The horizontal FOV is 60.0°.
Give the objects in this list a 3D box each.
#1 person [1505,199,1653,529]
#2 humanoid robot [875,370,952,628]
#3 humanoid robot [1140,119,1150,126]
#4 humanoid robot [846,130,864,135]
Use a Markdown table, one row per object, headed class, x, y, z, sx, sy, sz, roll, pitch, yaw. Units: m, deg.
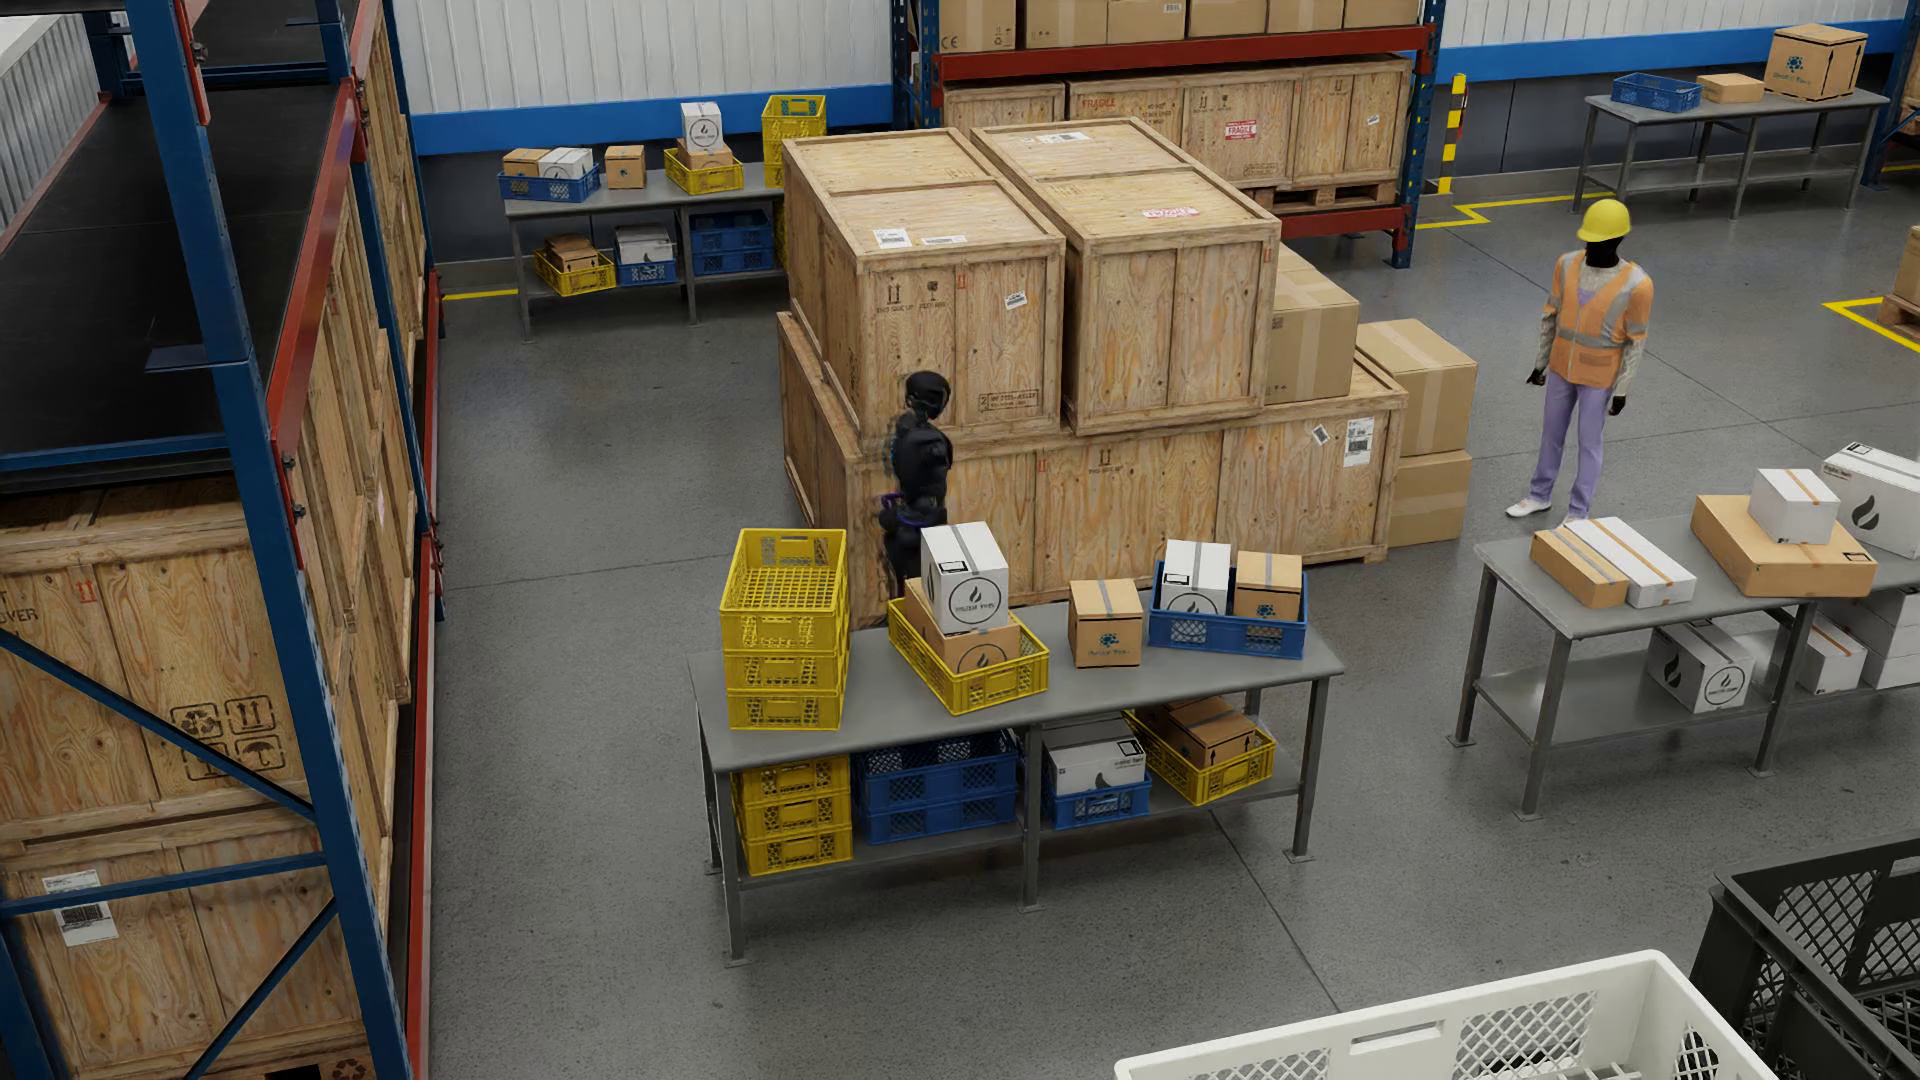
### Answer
| class | x | y | z | sx | sy | sz | roll | pitch | yaw |
| --- | --- | --- | --- | --- | --- | --- | --- | --- | --- |
| person | 3.389 | -0.928 | 9.085 | 0.383 | 1.922 | 0.592 | -20 | 35 | -32 |
| humanoid robot | -0.258 | -0.007 | 7.688 | 0.619 | 1.623 | 0.608 | -13 | 31 | -22 |
| humanoid robot | 1.092 | -2.159 | 11.641 | 0.785 | 1.643 | 0.575 | 10 | 30 | 18 |
| humanoid robot | -0.666 | -1.932 | 11.163 | 0.342 | 1.651 | 0.568 | 24 | 37 | 36 |
